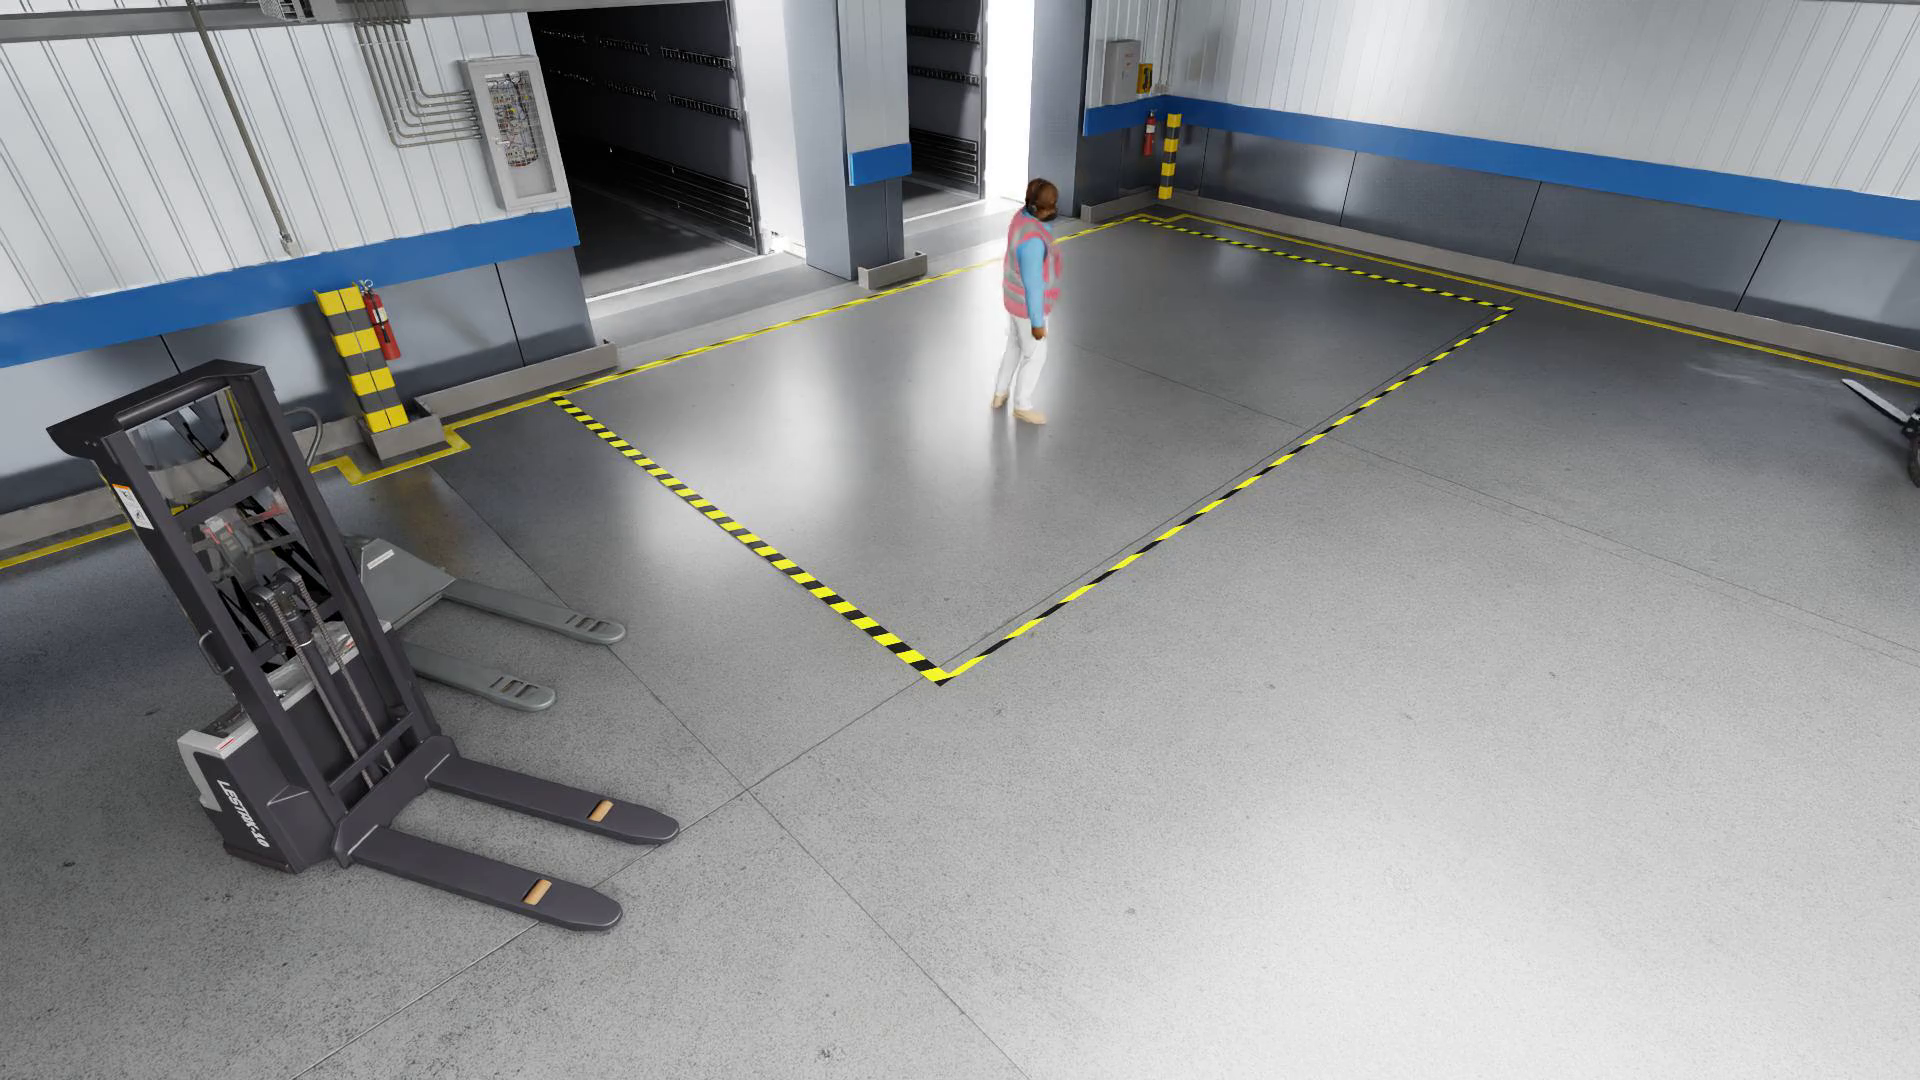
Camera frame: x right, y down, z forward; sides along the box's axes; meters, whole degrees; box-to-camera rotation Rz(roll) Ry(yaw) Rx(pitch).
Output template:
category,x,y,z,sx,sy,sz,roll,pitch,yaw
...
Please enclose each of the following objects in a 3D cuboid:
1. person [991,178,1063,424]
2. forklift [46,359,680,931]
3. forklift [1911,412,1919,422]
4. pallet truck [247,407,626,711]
category,x,y,z,sx,sy,sz,roll,pitch,yaw
person,0.491,-1.725,6.694,0.484,1.800,0.740,-2,34,-2
forklift,-2.135,0.422,3.354,1.885,1.965,0.823,10,35,14
forklift,7.013,-0.782,4.808,1.157,2.036,2.680,5,35,8
pallet truck,-2.628,0.038,4.590,1.601,1.201,0.680,12,36,18
